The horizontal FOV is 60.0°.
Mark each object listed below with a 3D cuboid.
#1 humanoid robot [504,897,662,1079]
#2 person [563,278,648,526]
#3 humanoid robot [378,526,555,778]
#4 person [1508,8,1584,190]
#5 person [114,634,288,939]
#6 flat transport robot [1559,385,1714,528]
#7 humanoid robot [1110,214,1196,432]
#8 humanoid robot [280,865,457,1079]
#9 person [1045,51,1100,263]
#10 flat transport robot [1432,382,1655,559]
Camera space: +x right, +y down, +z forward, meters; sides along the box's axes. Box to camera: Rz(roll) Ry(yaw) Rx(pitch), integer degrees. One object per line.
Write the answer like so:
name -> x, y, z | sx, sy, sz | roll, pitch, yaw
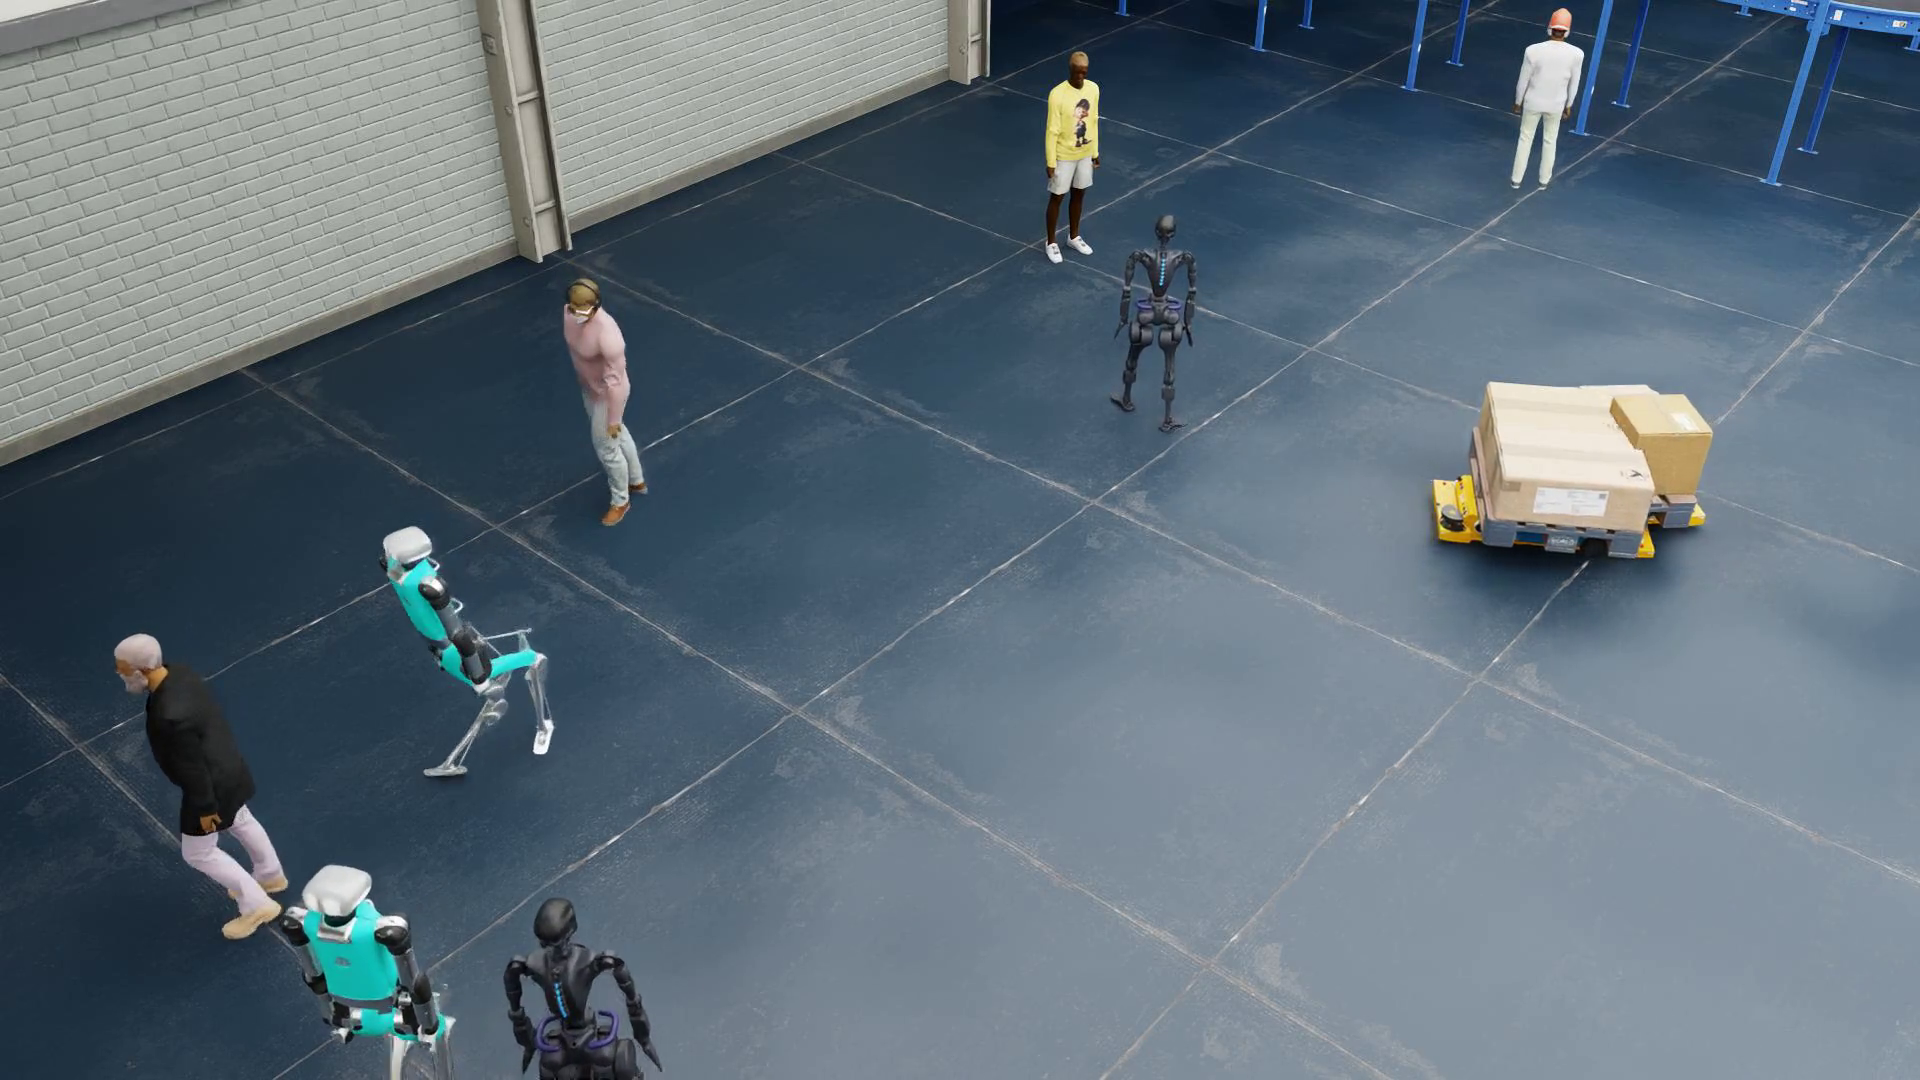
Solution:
humanoid robot -> -1.599, 2.173, 7.127 | 0.609, 1.654, 0.327 | -2, 36, -3
person -> -2.404, -0.994, 11.389 | 0.510, 1.899, 0.695 | -22, 41, -27
humanoid robot -> -2.654, 0.577, 9.335 | 1.013, 1.750, 0.544 | -28, 44, -33
person -> 5.649, -4.252, 16.078 | 0.565, 1.750, 0.336 | 7, 36, 10
person -> -3.799, 1.206, 8.358 | 0.439, 1.830, 0.552 | -12, 37, -16
flat transport robot -> 4.490, -0.339, 11.864 | 1.431, 0.231, 0.659 | -1, 35, -2
humanoid robot -> 1.466, -1.641, 12.498 | 0.609, 1.628, 0.546 | -1, 35, -1
humanoid robot -> -2.490, 1.985, 7.336 | 0.530, 1.797, 0.650 | 4, 36, 5
person -> 0.995, -3.415, 14.778 | 0.548, 1.898, 0.367 | -19, 40, -24
flat transport robot -> 4.074, -0.188, 11.651 | 1.431, 0.231, 0.659 | 5, 36, 8
